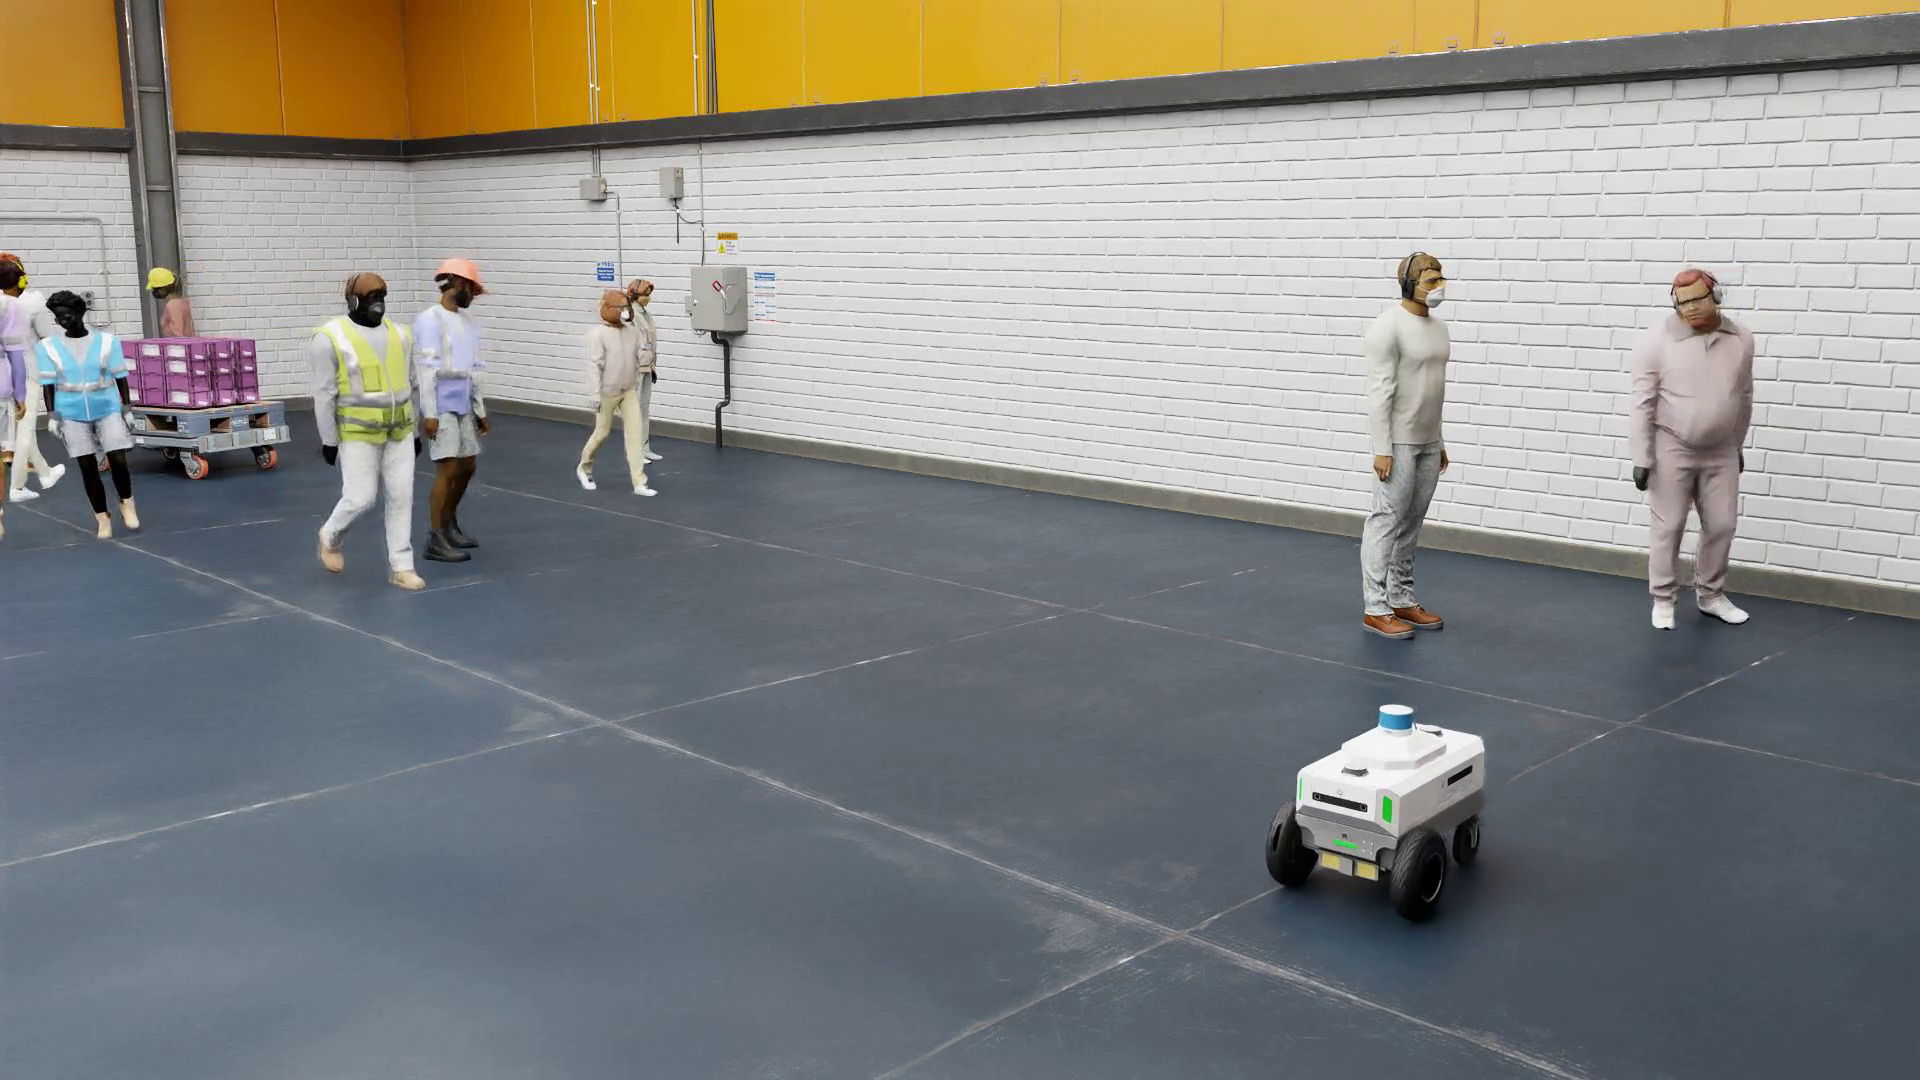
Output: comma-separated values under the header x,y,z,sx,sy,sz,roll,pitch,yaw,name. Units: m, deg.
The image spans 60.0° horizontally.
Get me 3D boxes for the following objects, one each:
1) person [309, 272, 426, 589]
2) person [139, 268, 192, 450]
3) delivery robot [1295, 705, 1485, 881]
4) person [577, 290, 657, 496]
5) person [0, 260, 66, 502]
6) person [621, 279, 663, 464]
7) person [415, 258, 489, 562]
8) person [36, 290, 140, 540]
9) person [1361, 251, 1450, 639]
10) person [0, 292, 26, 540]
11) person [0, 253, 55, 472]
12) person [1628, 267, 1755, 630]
x,y,z,sx,sy,sz,roll,pitch,yaw,name
-3.419,-0.624,9.562,0.648,1.826,0.633,8,13,38,person
-7.366,-1.684,15.593,0.808,1.706,0.612,-4,11,-19,person
1.354,0.759,5.202,0.477,0.478,0.707,9,13,40,delivery robot
-2.735,-1.158,13.046,0.807,1.604,0.515,8,13,38,person
-7.218,-1.244,12.923,0.525,1.827,0.919,1,10,5,person
-2.858,-1.502,14.832,0.309,1.640,0.511,2,11,11,person
-3.261,-0.825,10.485,0.477,1.887,0.619,3,11,14,person
-5.789,-0.820,11.040,0.548,1.672,0.354,-5,12,-25,person
2.281,-0.482,8.448,0.372,1.940,0.627,10,14,44,person
-6.534,-0.994,11.015,0.636,2.019,0.429,-7,12,-33,person
-8.057,-1.517,14.278,0.589,1.868,0.485,0,10,-2,person
3.717,-0.450,8.484,0.677,1.865,0.462,0,10,-2,person
